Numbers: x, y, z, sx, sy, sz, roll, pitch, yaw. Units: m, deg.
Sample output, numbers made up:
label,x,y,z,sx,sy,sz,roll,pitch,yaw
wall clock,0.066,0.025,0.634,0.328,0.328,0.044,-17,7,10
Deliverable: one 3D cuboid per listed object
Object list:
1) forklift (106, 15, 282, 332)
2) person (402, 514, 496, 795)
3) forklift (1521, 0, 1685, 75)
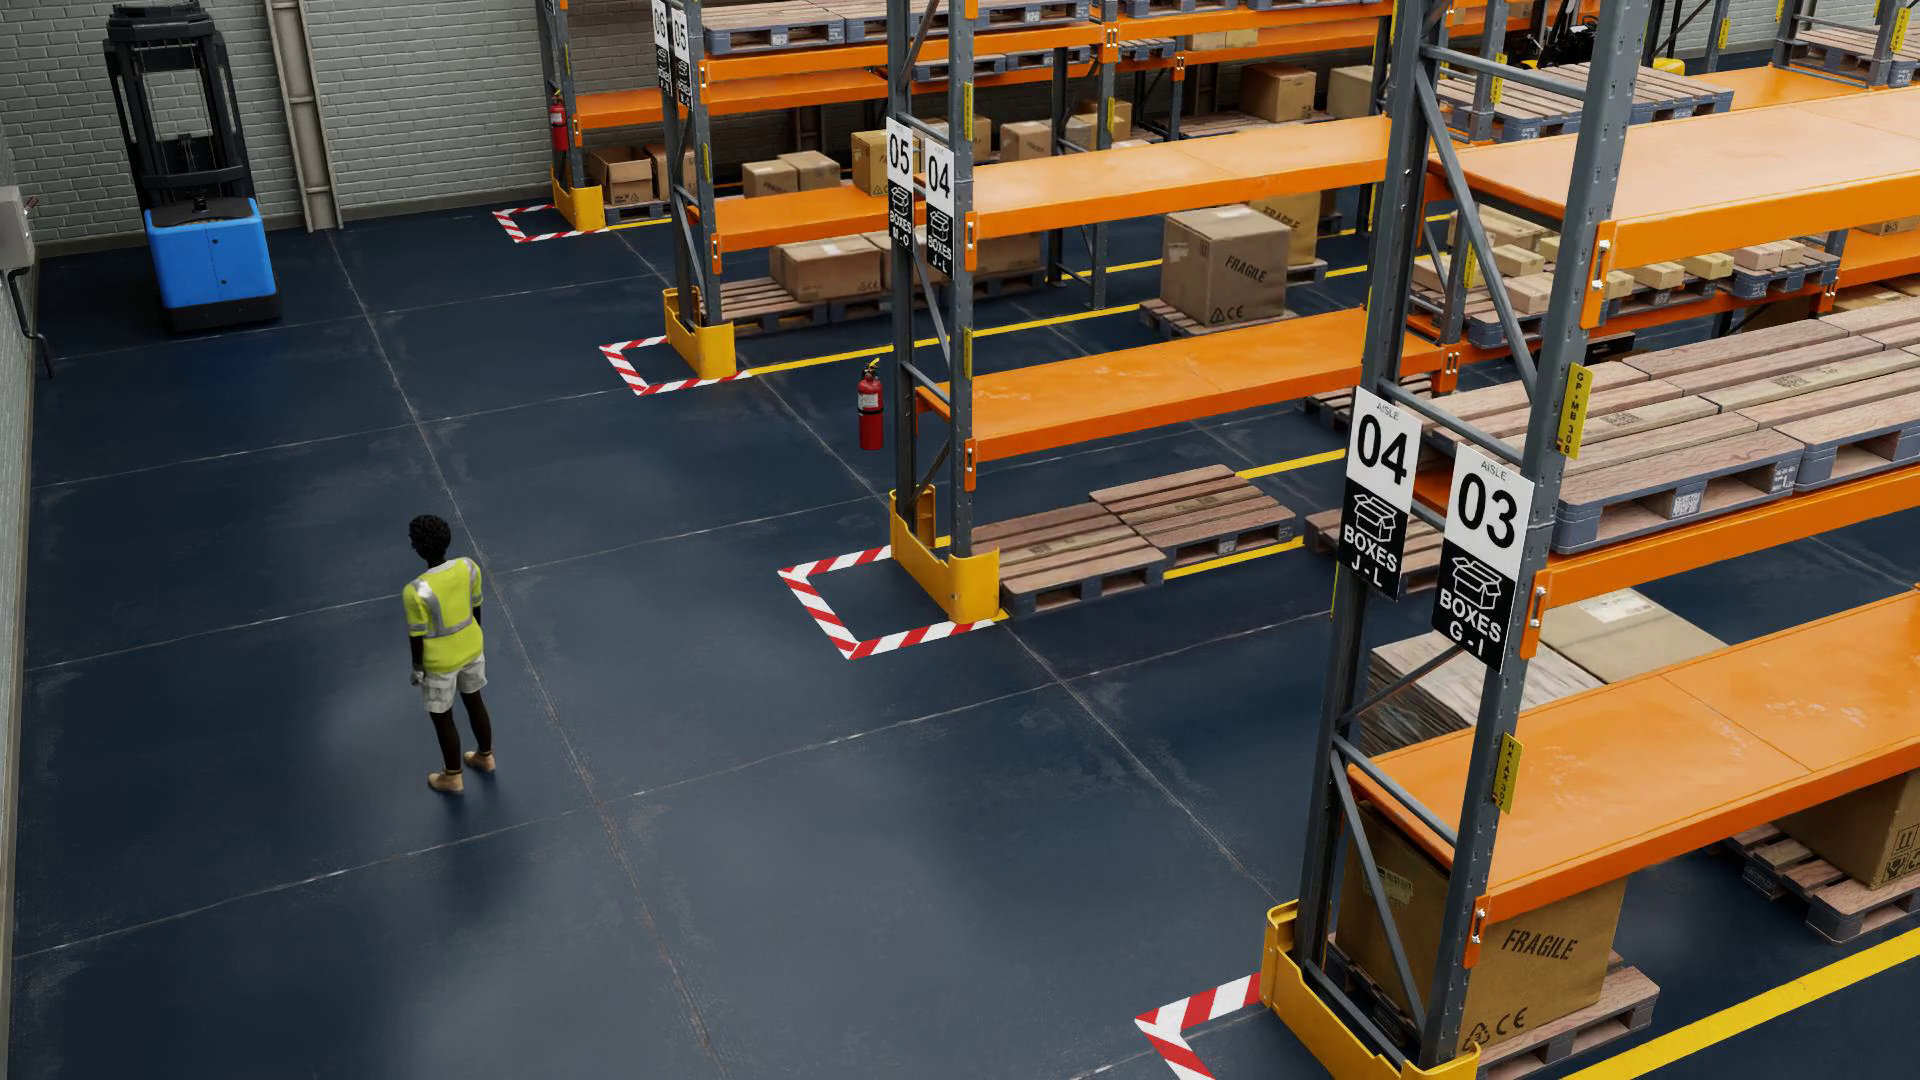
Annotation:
label,x,y,z,sx,sy,sz,roll,pitch,yaw
forklift,-7.548,-3.672,16.323,1.129,2.768,1.873,-12,30,-22
person,-2.863,0.637,9.342,0.327,1.685,0.537,14,31,25
forklift,8.950,-6.807,23.056,1.214,2.155,2.313,-12,30,-22
